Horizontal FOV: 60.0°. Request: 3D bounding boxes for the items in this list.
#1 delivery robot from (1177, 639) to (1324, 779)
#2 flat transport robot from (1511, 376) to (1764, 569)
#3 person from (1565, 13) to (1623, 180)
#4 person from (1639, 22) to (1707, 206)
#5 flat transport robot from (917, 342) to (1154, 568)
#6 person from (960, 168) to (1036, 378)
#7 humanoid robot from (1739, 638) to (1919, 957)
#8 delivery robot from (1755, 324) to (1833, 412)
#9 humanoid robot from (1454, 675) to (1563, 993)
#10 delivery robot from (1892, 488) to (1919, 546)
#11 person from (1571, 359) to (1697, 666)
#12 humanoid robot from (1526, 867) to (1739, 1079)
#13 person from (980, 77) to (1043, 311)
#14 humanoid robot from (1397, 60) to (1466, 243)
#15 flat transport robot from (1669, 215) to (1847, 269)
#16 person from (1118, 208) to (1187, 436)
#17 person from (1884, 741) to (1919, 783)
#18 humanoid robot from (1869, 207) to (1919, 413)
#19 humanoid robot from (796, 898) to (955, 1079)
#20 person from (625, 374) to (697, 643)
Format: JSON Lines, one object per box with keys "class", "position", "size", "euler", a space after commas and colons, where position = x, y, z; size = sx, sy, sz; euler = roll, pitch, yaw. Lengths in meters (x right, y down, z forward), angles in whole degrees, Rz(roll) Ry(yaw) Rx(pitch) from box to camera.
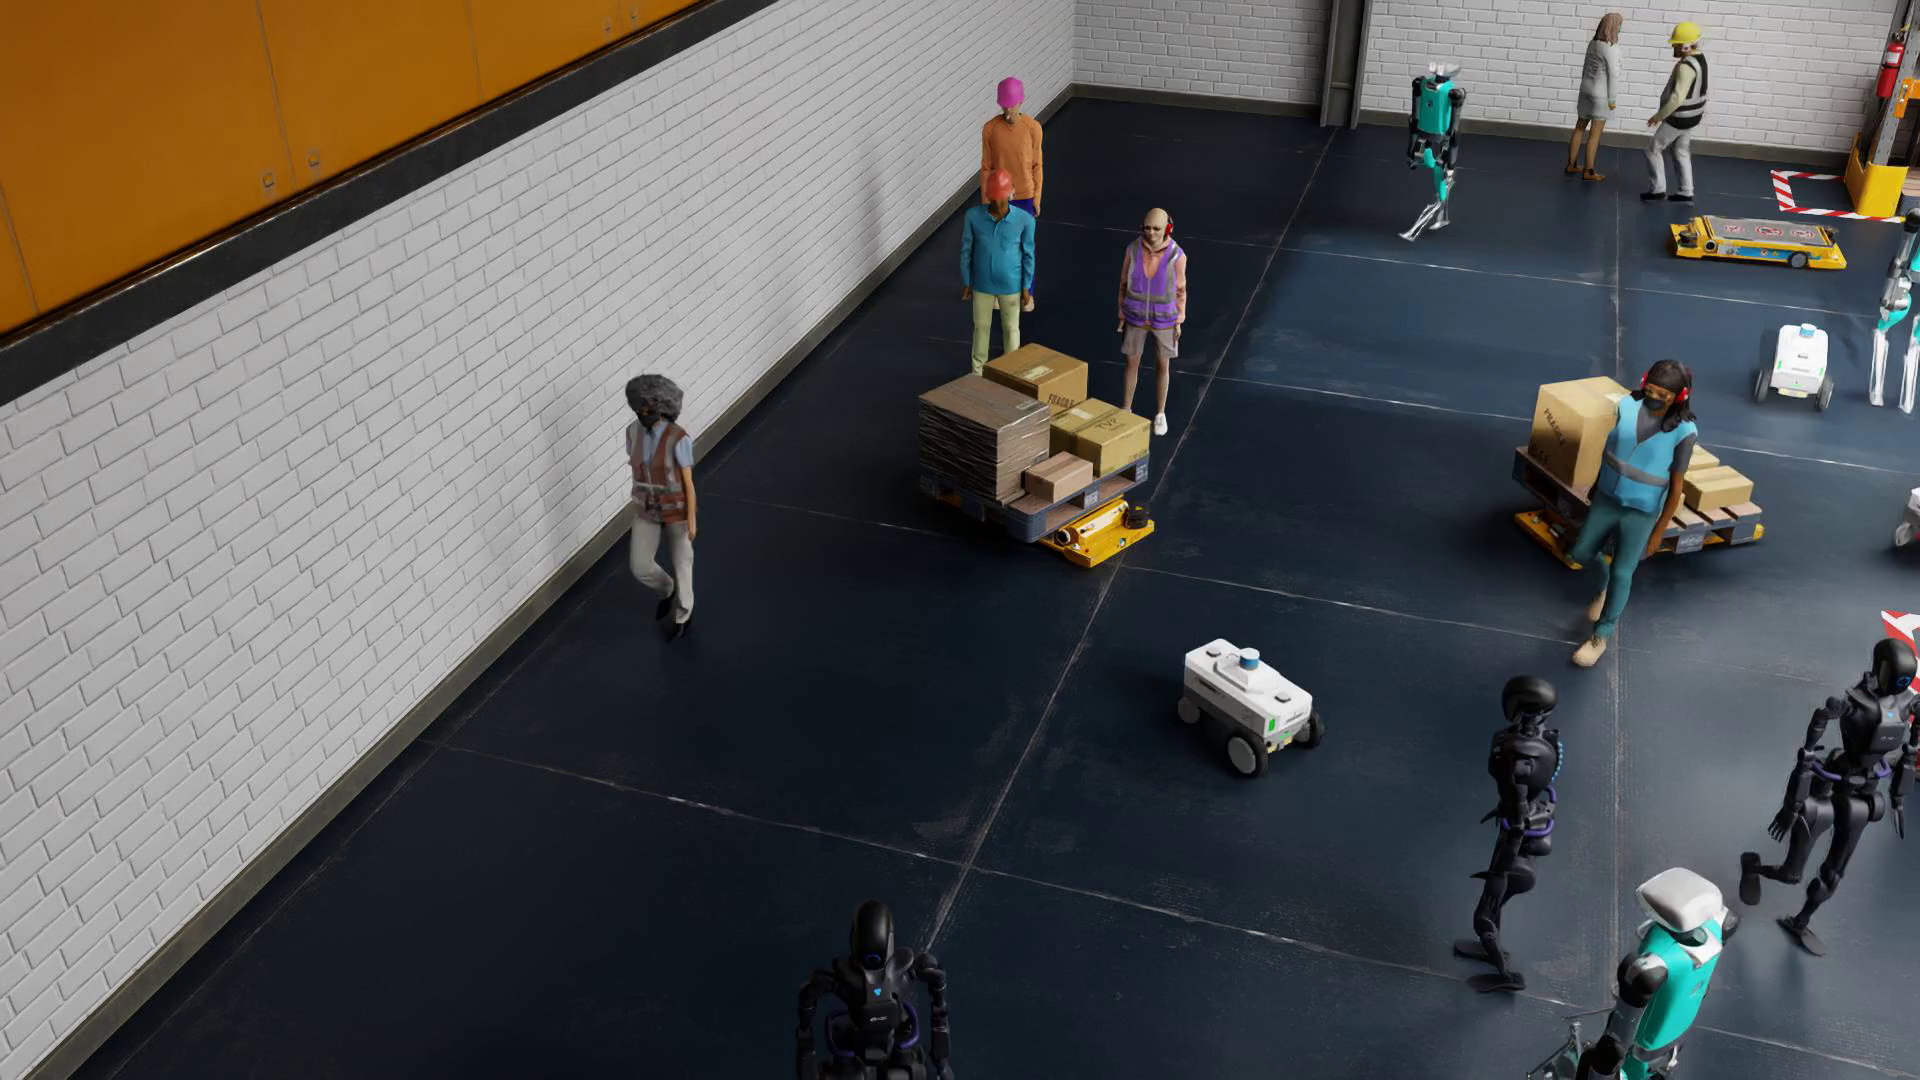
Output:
{"class": "delivery robot", "position": [1.537, 0.868, 8.883], "size": [0.499, 0.612, 0.815], "euler": [-21, 36, -31]}
{"class": "flat transport robot", "position": [4.430, -0.135, 10.855], "size": [1.431, 0.231, 0.659], "euler": [-9, 32, -14]}
{"class": "person", "position": [6.503, -4.519, 16.937], "size": [0.340, 1.660, 0.487], "euler": [-10, 32, -16]}
{"class": "person", "position": [6.962, -4.084, 16.082], "size": [0.566, 1.783, 0.617], "euler": [19, 35, 29]}
{"class": "flat transport robot", "position": [0.527, -0.252, 11.054], "size": [1.431, 0.231, 0.659], "euler": [26, 39, 37]}
{"class": "person", "position": [0.273, -1.934, 12.451], "size": [0.560, 1.750, 0.326], "euler": [5, 31, 9]}
{"class": "humanoid robot", "position": [3.889, 1.092, 7.387], "size": [0.587, 1.648, 0.462], "euler": [-3, 31, -5]}
{"class": "delivery robot", "position": [6.366, -1.344, 12.625], "size": [0.499, 0.590, 0.793], "euler": [13, 33, 21]}
{"class": "humanoid robot", "position": [2.369, 1.269, 7.092], "size": [0.339, 1.659, 0.601], "euler": [10, 32, 17]}
{"class": "delivery robot", "position": [6.442, -0.187, 10.681], "size": [0.791, 0.614, 0.499], "euler": [-13, 33, -21]}
{"class": "person", "position": [3.781, -0.191, 9.384], "size": [0.721, 1.855, 0.584], "euler": [-25, 38, -35]}
{"class": "humanoid robot", "position": [2.292, 1.837, 6.080], "size": [0.551, 1.817, 0.697], "euler": [-20, 36, -30]}
{"class": "person", "position": [0.425, -2.868, 13.828], "size": [0.516, 1.974, 0.397], "euler": [3, 31, 5]}
{"class": "humanoid robot", "position": [4.420, -3.548, 15.218], "size": [1.028, 1.724, 0.552], "euler": [-23, 37, -33]}
{"class": "flat transport robot", "position": [7.323, -2.739, 15.286], "size": [1.431, 0.231, 0.659], "euler": [7, 31, 13]}
{"class": "person", "position": [1.363, -1.555, 11.863], "size": [0.480, 1.693, 0.349], "euler": [9, 32, 14]}
{"class": "person", "position": [5.096, 0.443, 8.394], "size": [0.523, 1.769, 0.313], "euler": [-12, 32, -19]}
{"class": "humanoid robot", "position": [7.017, -1.777, 12.241], "size": [0.539, 1.838, 0.664], "euler": [9, 32, 14]}
{"class": "humanoid robot", "position": [-0.308, 1.913, 6.025], "size": [0.608, 1.619, 0.777], "euler": [-7, 31, -11]}
{"class": "person", "position": [-1.693, -0.157, 9.502], "size": [0.443, 1.675, 0.365], "euler": [8, 31, 14]}
